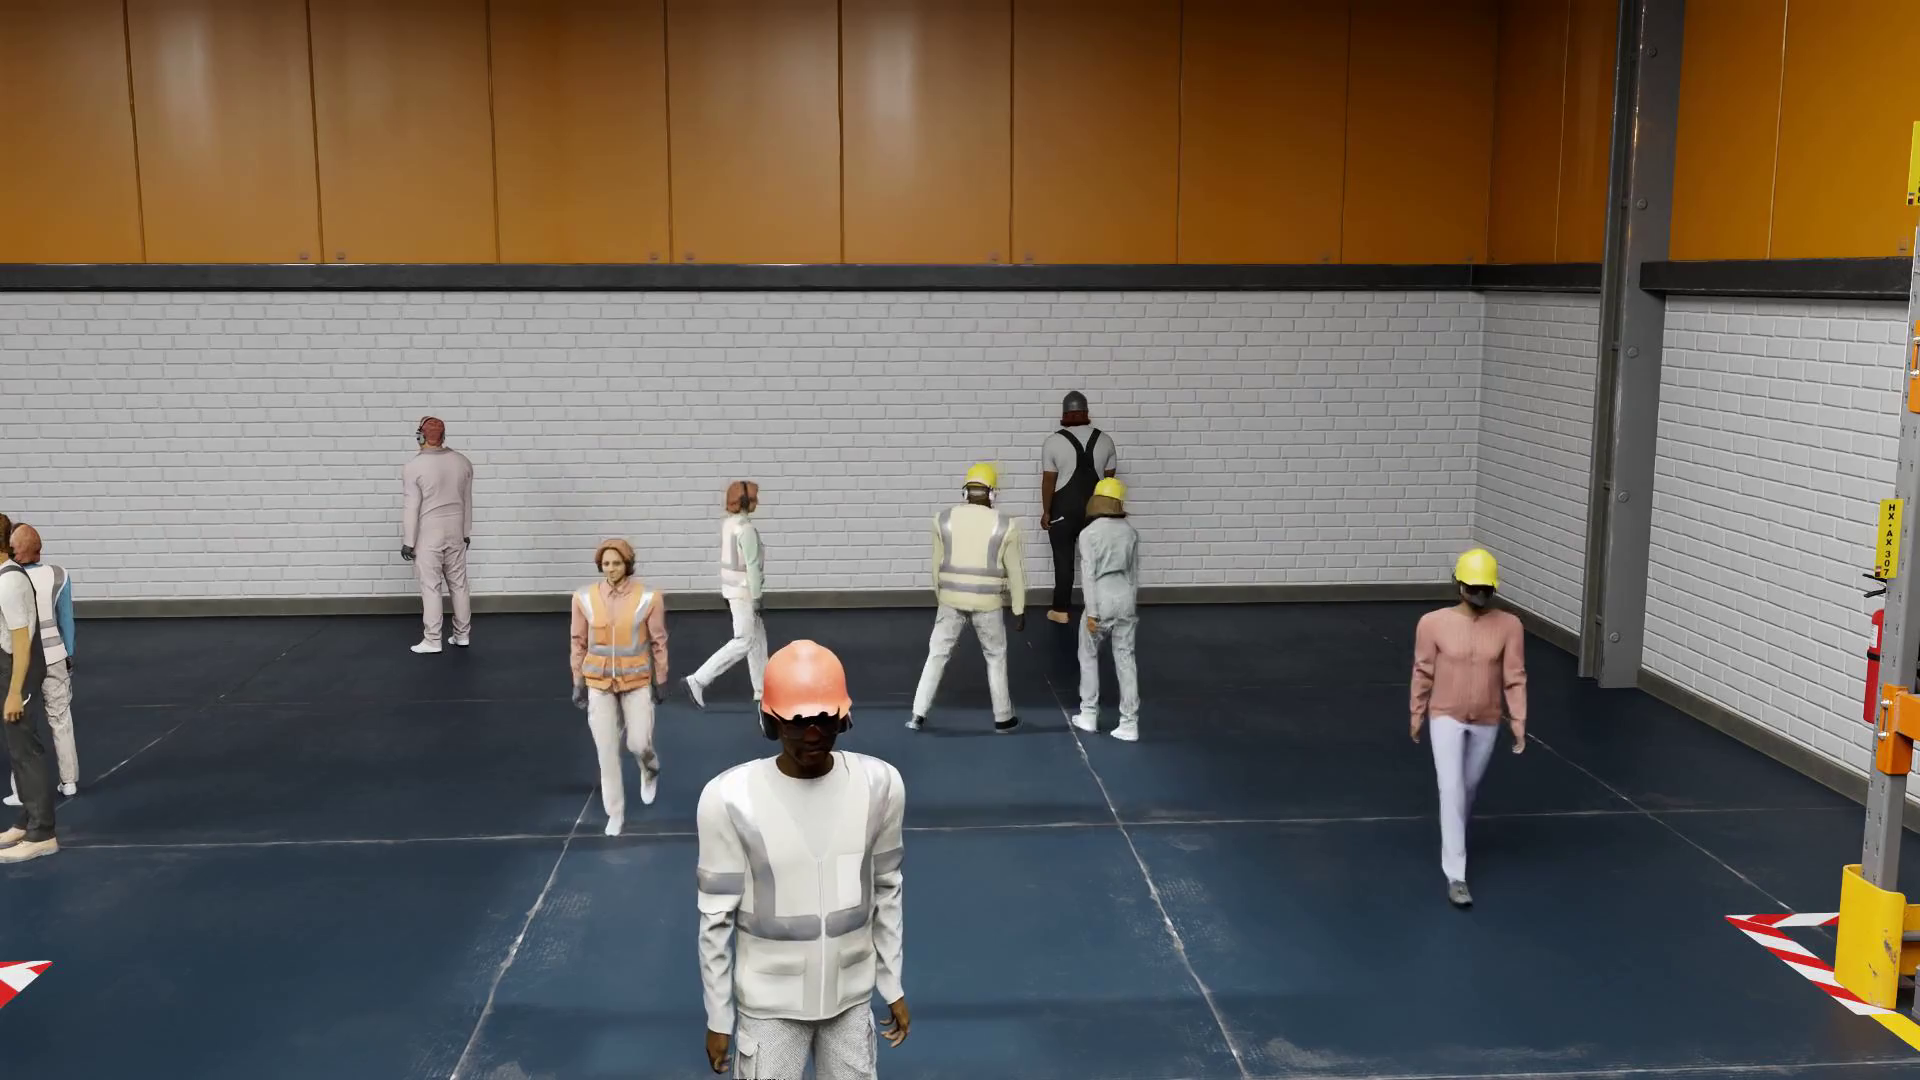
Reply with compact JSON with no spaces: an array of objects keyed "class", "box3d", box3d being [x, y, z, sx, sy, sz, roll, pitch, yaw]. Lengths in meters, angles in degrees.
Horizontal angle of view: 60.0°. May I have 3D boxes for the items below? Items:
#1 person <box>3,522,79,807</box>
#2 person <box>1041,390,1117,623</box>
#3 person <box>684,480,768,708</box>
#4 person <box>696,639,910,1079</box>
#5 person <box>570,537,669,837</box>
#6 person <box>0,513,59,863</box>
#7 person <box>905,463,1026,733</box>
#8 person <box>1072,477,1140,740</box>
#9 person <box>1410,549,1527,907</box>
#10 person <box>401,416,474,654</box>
[{"class":"person","box3d":[-5.313,0.708,9.513,0.308,1.645,0.517,7,11,37]},{"class":"person","box3d":[0.997,-0.299,14.595,0.684,2.000,0.535,-3,9,-18]},{"class":"person","box3d":[-1.571,0.383,11.621,0.726,1.611,0.517,-3,10,-20]},{"class":"person","box3d":[-0.422,1.277,4.691,0.611,2.042,0.394,-4,10,-23]},{"class":"person","box3d":[-1.862,0.780,9.125,0.518,1.627,0.480,0,9,-1]},{"class":"person","box3d":[-4.934,0.749,8.639,0.344,1.840,0.506,-6,11,-34]},{"class":"person","box3d":[0.056,0.400,10.976,0.735,1.806,0.498,2,9,11]},{"class":"person","box3d":[0.985,0.450,10.943,0.499,1.700,0.698,-5,10,-26]},{"class":"person","box3d":[2.514,0.880,8.222,0.531,1.704,0.928,0,9,2]},{"class":"person","box3d":[-4.220,-0.039,13.385,0.408,1.909,0.638,7,11,36]}]
